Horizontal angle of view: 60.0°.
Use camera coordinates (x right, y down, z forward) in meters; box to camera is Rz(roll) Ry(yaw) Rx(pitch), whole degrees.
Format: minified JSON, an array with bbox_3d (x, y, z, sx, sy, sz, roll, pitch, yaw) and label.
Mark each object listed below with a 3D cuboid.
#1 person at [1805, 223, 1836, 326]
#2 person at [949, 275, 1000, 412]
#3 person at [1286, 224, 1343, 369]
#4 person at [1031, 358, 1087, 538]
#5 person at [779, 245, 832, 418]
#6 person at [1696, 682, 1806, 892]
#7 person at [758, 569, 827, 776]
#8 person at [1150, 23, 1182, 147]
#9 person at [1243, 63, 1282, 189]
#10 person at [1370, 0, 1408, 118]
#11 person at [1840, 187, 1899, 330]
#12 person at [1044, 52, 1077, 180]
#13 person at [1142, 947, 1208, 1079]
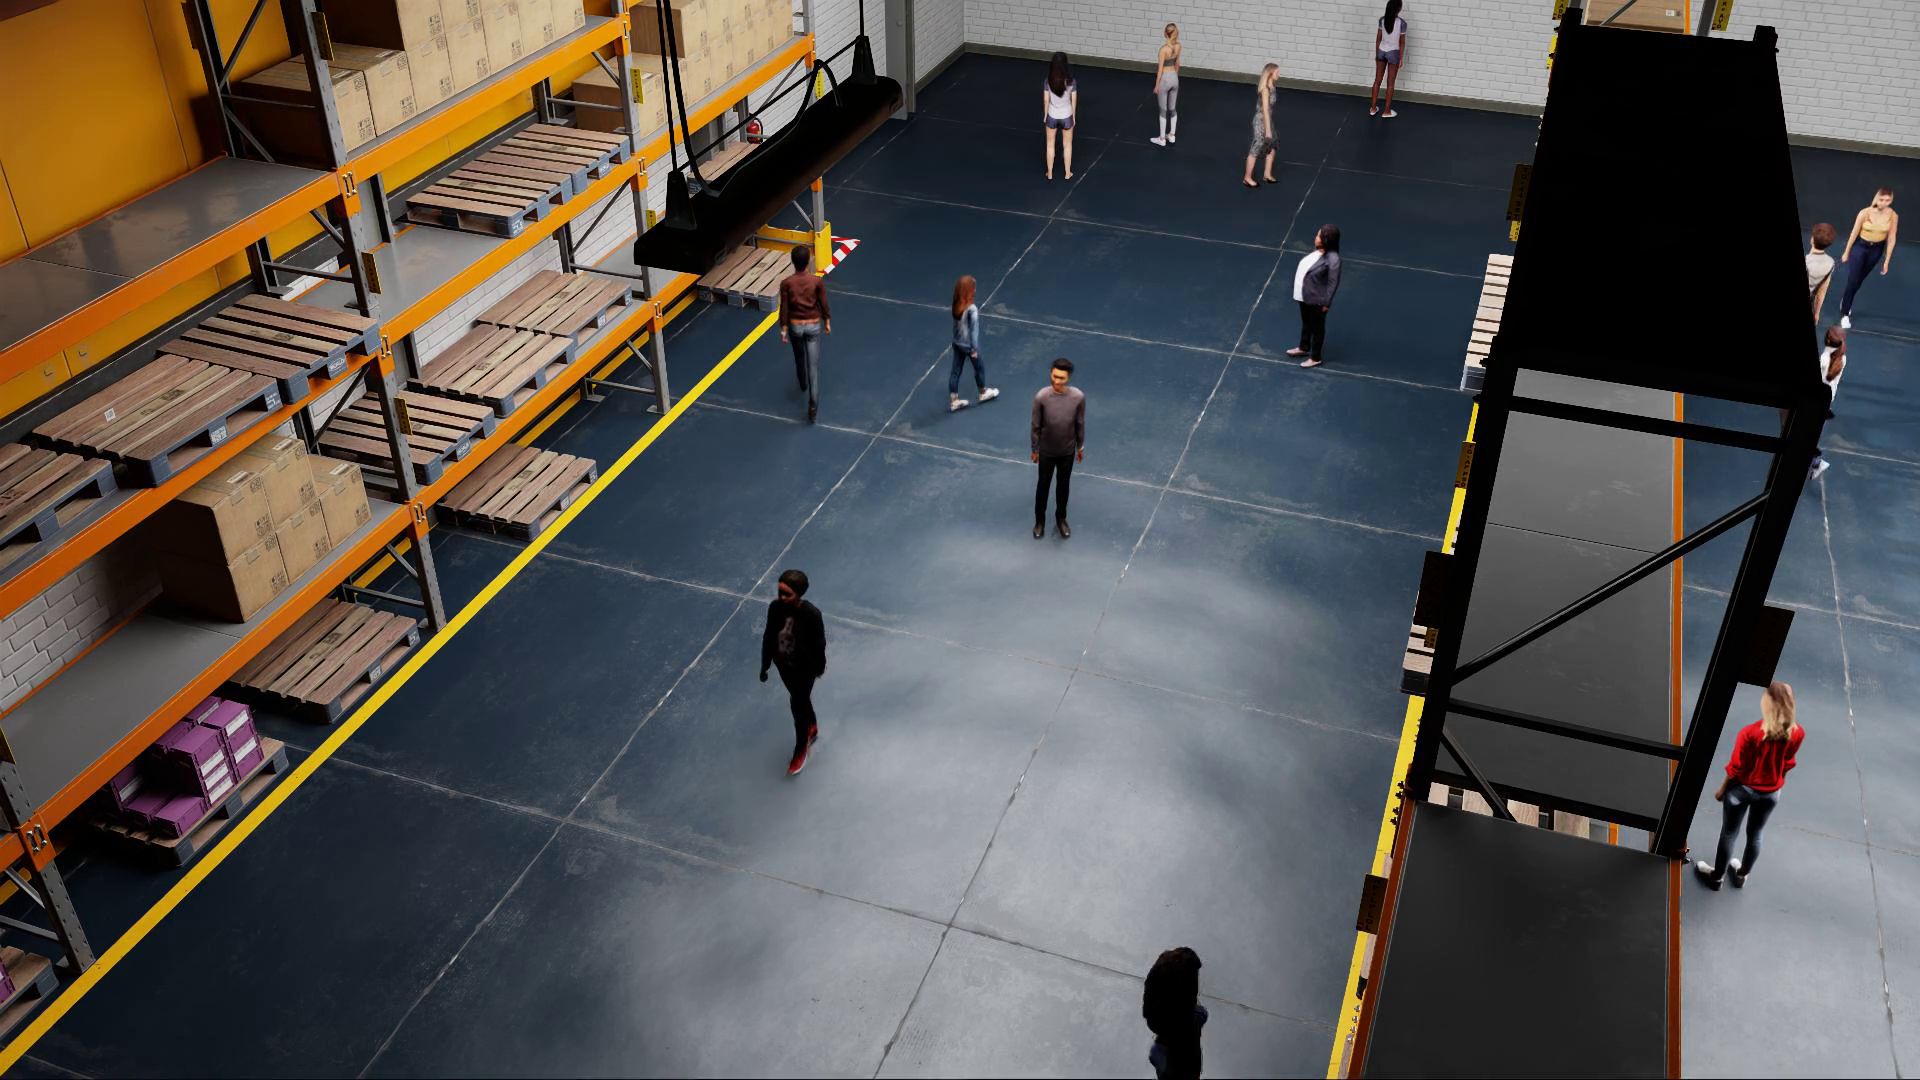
[{"bbox_3d":[8.614,-2.294,17.053,1.078,1.860,1.273,-8,34,-12],"label":"person"},{"bbox_3d":[-0.004,-1.981,16.941,0.927,1.461,0.819,-24,41,-32],"label":"person"},{"bbox_3d":[3.814,-2.631,17.796,0.859,1.597,0.780,-9,35,-13],"label":"person"},{"bbox_3d":[0.875,-0.840,14.949,0.707,1.766,0.674,2,34,3],"label":"person"},{"bbox_3d":[-1.558,-2.080,16.846,1.030,1.731,1.274,-4,34,-5],"label":"person"},{"bbox_3d":[5.351,1.678,11.216,0.684,1.705,0.653,-2,34,-4],"label":"person"},{"bbox_3d":[-1.189,0.882,12.456,0.655,1.657,0.811,17,37,24],"label":"person"},{"bbox_3d":[2.929,-6.416,23.396,0.641,1.702,0.724,-21,39,-29],"label":"person"},{"bbox_3d":[3.908,-5.480,22.004,0.669,1.683,0.646,10,35,15],"label":"person"},{"bbox_3d":[6.283,-7.093,24.397,0.686,1.721,0.675,27,42,34],"label":"person"},{"bbox_3d":[10.183,-3.240,18.719,0.654,1.590,1.038,7,34,10],"label":"person"},{"bbox_3d":[1.328,-5.680,22.284,0.639,1.707,0.598,4,34,5],"label":"person"},{"bbox_3d":[1.187,2.949,9.392,0.814,1.608,0.727,-2,34,-3],"label":"person"}]
